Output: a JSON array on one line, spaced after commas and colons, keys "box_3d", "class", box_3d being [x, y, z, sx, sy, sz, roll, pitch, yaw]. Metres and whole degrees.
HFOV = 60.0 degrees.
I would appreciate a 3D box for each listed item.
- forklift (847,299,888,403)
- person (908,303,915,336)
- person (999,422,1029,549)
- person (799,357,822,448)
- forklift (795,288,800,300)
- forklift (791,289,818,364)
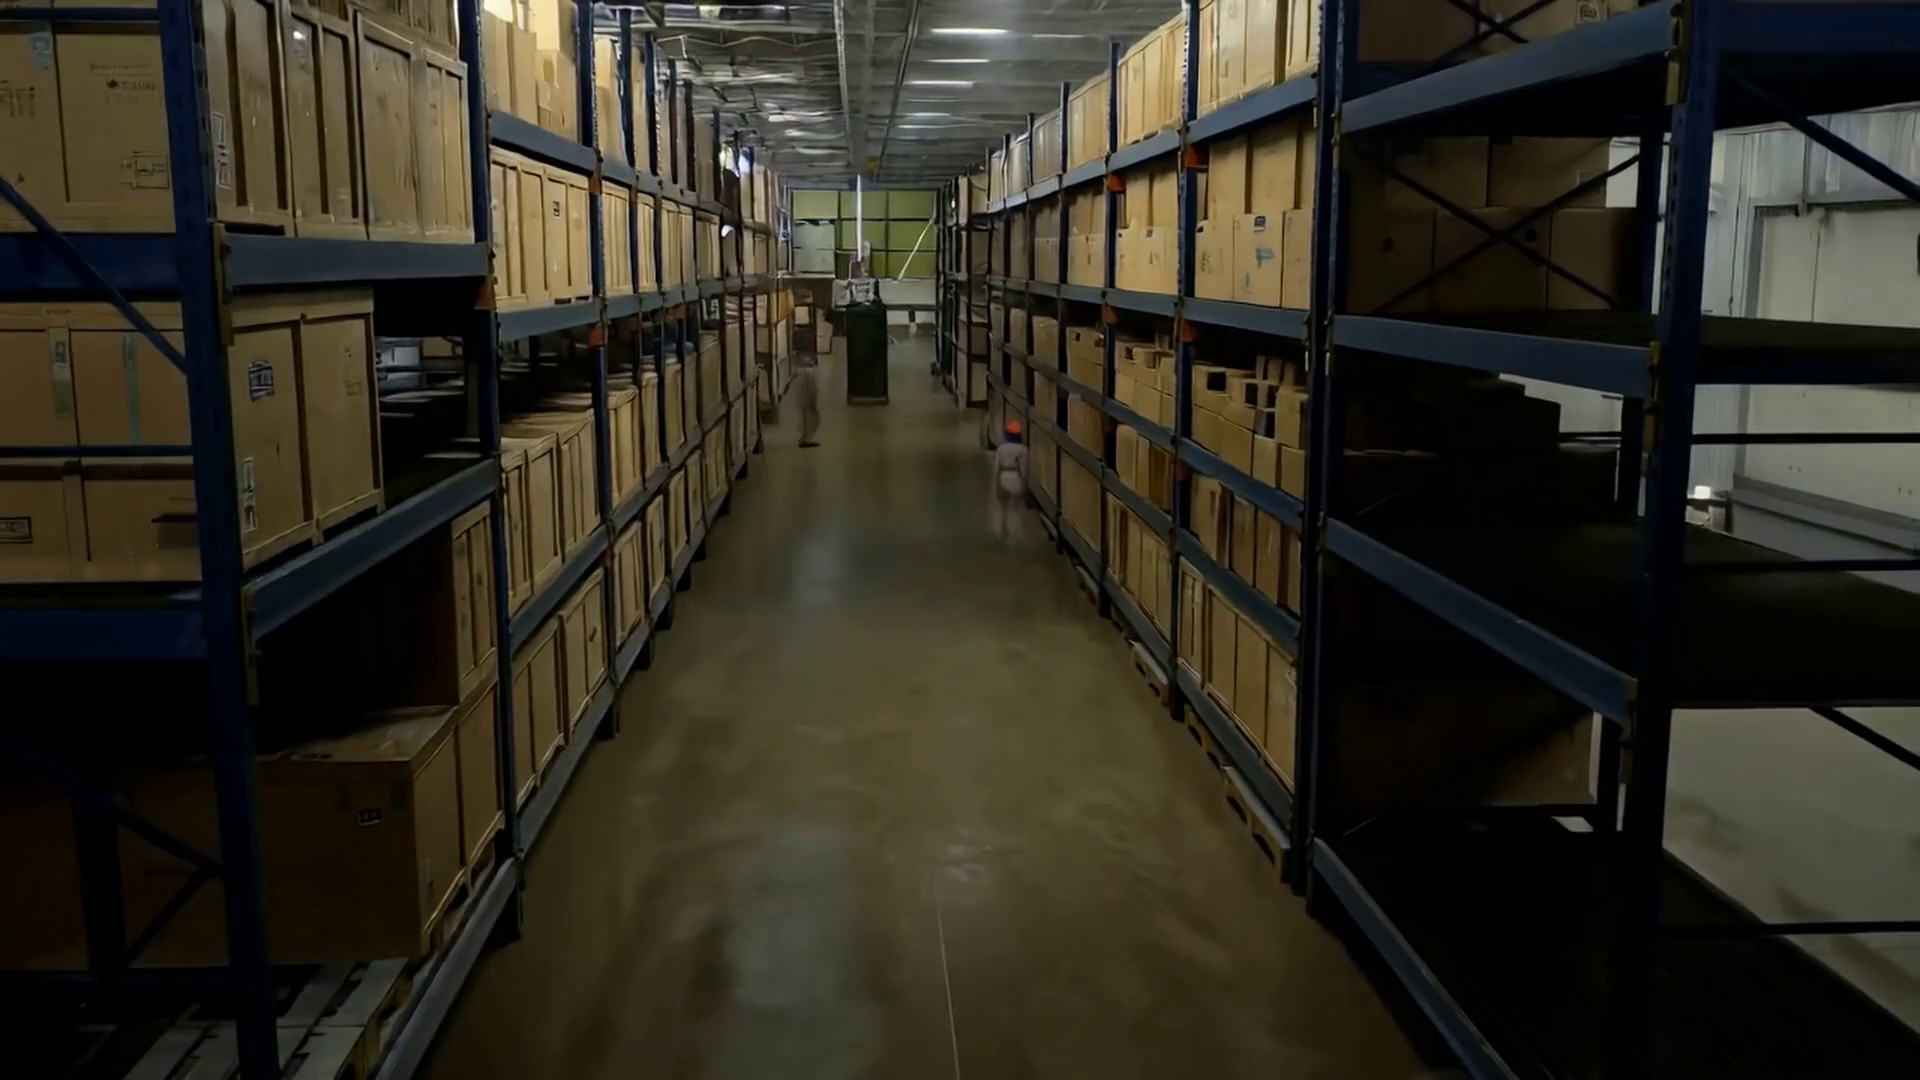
[{"box_3d": [-2.557, -5.234, 45.730, 1.129, 2.768, 1.873, -1, 10, -3], "class": "forklift"}, {"box_3d": [-2.526, -11.500, 86.719, 0.319, 1.690, 0.536, 6, 11, 33], "class": "person"}, {"box_3d": [0.703, -0.748, 22.467, 0.519, 1.699, 0.762, 7, 12, 36], "class": "person"}, {"box_3d": [-3.060, -2.843, 34.412, 0.611, 1.882, 0.669, -1, 10, -3], "class": "person"}, {"box_3d": [-8.225, -11.092, 80.725, 1.129, 2.768, 1.873, -6, 11, -31], "class": "forklift"}, {"box_3d": [-5.933, -8.067, 62.652, 1.129, 2.768, 1.873, -1, 10, -3], "class": "forklift"}]
